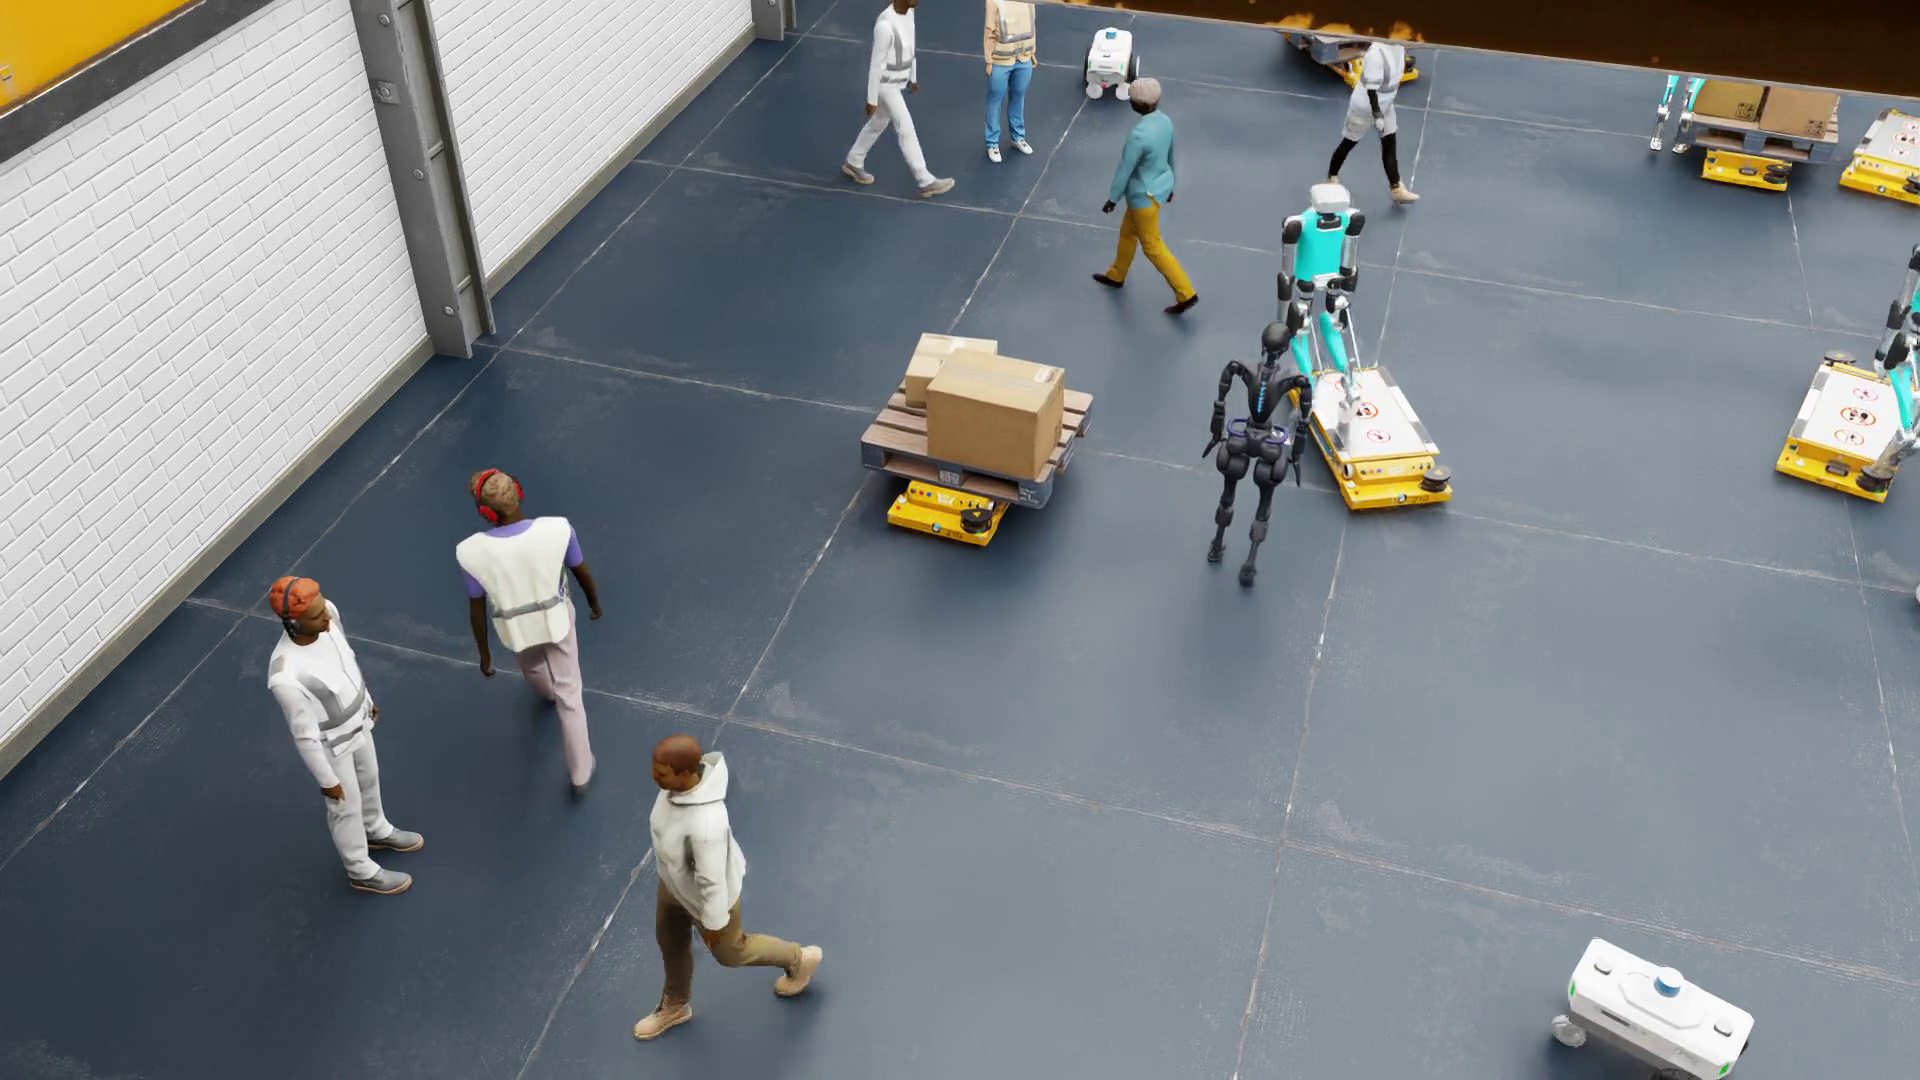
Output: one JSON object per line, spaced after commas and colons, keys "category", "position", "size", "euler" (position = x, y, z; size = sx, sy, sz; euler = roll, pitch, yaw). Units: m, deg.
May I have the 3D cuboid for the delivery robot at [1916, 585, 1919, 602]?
{"category": "delivery robot", "position": [5.873, 0.332, 9.372], "size": [0.499, 0.605, 0.781], "euler": [-14, 41, -17]}

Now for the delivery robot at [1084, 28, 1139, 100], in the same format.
{"category": "delivery robot", "position": [1.385, -4.399, 15.263], "size": [0.519, 0.613, 0.785], "euler": [7, 39, 8]}

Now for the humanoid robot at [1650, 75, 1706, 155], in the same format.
{"category": "humanoid robot", "position": [5.996, -3.958, 13.654], "size": [0.533, 1.672, 0.735], "euler": [20, 43, 23]}

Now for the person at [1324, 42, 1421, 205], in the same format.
{"category": "person", "position": [3.351, -3.411, 13.135], "size": [0.868, 1.651, 0.560], "euler": [29, 47, 31]}

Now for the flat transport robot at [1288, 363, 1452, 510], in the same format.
{"category": "flat transport robot", "position": [2.652, -0.717, 10.896], "size": [0.659, 0.231, 1.431], "euler": [-5, 39, -7]}

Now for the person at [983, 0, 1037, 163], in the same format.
{"category": "person", "position": [0.401, -4.032, 13.854], "size": [0.488, 1.730, 0.365], "euler": [-19, 43, -23]}

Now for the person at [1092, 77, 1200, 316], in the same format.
{"category": "person", "position": [1.389, -2.461, 11.913], "size": [0.903, 1.707, 0.530], "euler": [22, 44, 25]}

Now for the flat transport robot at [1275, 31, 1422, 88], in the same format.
{"category": "flat transport robot", "position": [3.690, -4.690, 15.838], "size": [0.659, 0.231, 1.431], "euler": [-14, 41, -16]}

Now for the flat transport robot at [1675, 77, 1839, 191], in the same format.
{"category": "flat transport robot", "position": [6.757, -3.409, 14.245], "size": [0.659, 0.231, 1.431], "euler": [14, 41, 17]}

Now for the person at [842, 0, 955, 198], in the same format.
{"category": "person", "position": [-0.555, -3.638, 13.286], "size": [1.006, 1.830, 0.623], "euler": [10, 40, 12]}

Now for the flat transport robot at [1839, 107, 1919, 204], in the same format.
{"category": "flat transport robot", "position": [7.968, -3.256, 14.055], "size": [0.659, 0.231, 1.431], "euler": [24, 45, 27]}

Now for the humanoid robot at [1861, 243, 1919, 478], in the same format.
{"category": "humanoid robot", "position": [5.861, -0.986, 10.082], "size": [0.558, 1.779, 0.914], "euler": [10, 40, 13]}

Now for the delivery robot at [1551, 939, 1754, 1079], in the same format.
{"category": "delivery robot", "position": [3.020, 2.092, 7.189], "size": [0.802, 0.614, 0.499], "euler": [25, 45, 28]}

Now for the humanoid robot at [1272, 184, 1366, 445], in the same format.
{"category": "humanoid robot", "position": [2.307, -1.284, 10.450], "size": [0.530, 1.801, 0.795], "euler": [-9, 40, -11]}

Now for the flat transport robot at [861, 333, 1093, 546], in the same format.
{"category": "flat transport robot", "position": [0.111, -0.507, 10.635], "size": [0.659, 0.231, 1.431], "euler": [14, 41, 17]}

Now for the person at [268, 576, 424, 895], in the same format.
{"category": "person", "position": [-2.839, 0.897, 7.613], "size": [0.353, 1.878, 0.576], "euler": [2, 39, 2]}

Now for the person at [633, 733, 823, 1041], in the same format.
{"category": "person", "position": [-1.039, 1.445, 7.033], "size": [0.829, 1.733, 0.532], "euler": [-20, 43, -23]}

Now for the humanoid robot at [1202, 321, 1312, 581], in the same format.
{"category": "humanoid robot", "position": [1.666, -0.491, 9.510], "size": [0.588, 1.653, 0.446], "euler": [12, 40, 14]}

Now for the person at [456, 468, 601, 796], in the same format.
{"category": "person", "position": [-2.120, 0.375, 8.328], "size": [0.607, 1.774, 0.993], "euler": [-10, 40, -12]}

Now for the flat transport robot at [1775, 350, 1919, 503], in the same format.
{"category": "flat transport robot", "position": [5.889, -0.766, 10.957], "size": [0.659, 0.231, 1.431], "euler": [22, 44, 25]}
